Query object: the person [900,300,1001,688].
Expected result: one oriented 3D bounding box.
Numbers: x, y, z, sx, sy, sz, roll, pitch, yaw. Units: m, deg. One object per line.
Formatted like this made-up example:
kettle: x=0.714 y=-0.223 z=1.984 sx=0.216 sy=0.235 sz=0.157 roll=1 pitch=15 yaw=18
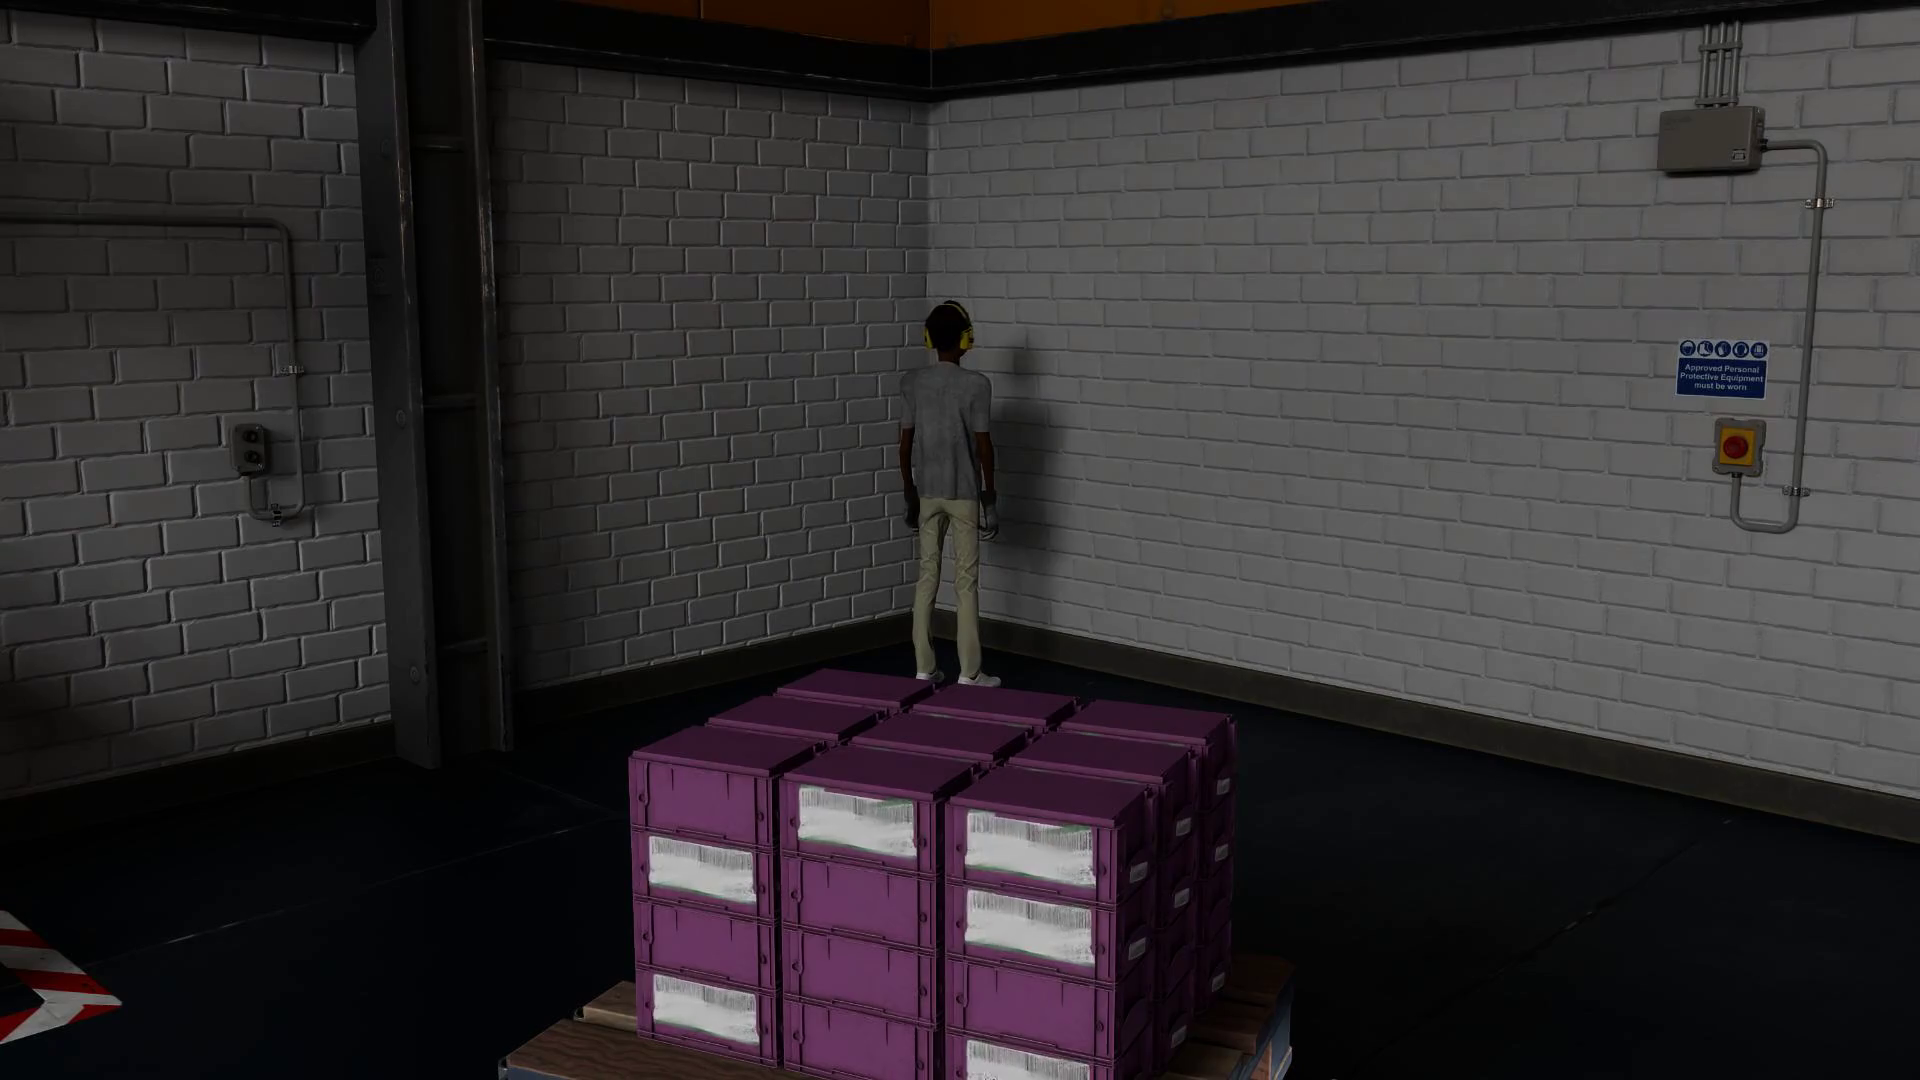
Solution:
person: x=-0.045 y=-0.195 z=7.916 sx=0.515 sy=1.876 sz=0.328 roll=5 pitch=10 yaw=26
